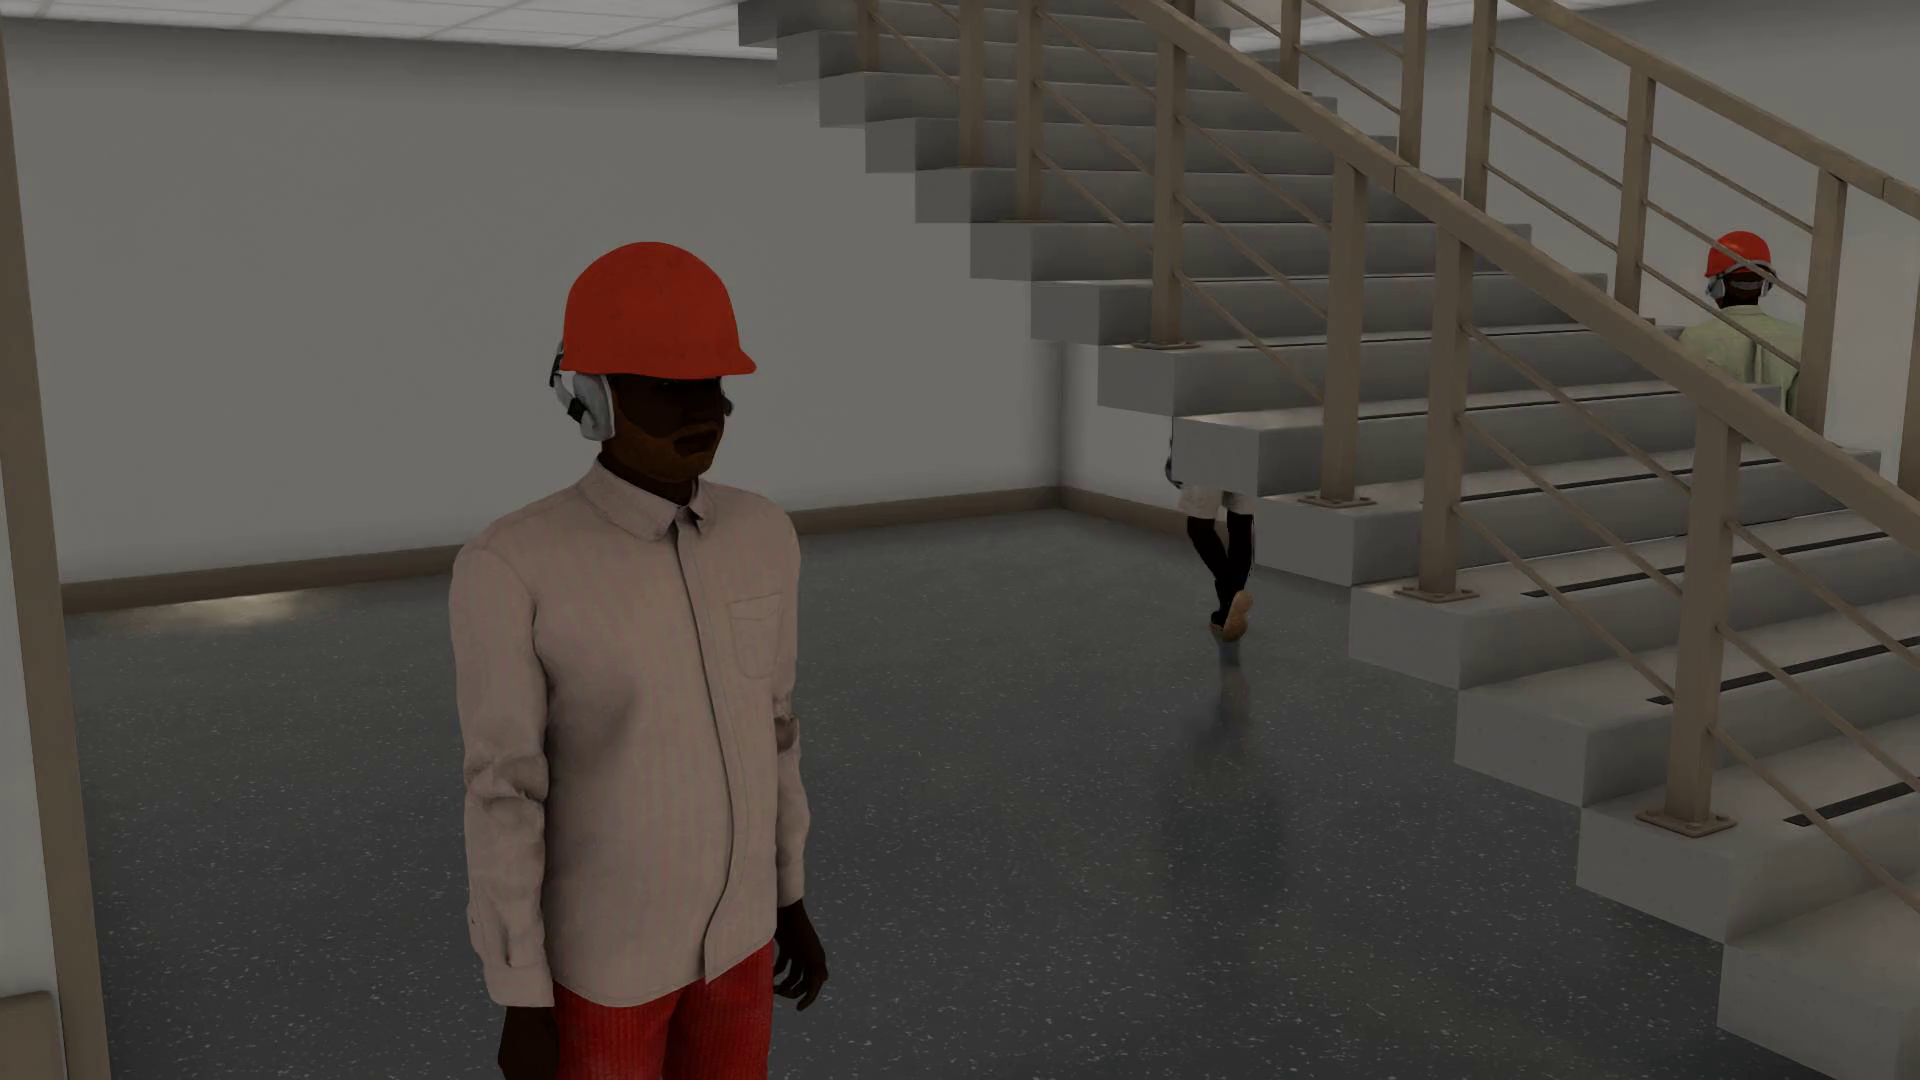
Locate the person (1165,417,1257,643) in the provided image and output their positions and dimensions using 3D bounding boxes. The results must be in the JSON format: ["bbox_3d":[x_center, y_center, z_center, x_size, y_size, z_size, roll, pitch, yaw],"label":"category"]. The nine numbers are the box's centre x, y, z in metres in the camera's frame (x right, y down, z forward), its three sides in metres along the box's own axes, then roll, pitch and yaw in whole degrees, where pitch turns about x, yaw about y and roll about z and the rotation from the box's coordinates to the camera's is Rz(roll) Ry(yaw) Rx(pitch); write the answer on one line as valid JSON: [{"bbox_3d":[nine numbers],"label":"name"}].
[{"bbox_3d":[1.311,-0.446,7.921,0.613,1.948,0.710,-2,11,-9],"label":"person"}]

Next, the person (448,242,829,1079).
[{"bbox_3d":[-0.438,0.573,2.452,0.375,1.995,0.610,8,14,38],"label":"person"}]

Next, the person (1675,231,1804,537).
[{"bbox_3d":[3.086,-0.237,6.713,0.623,1.989,0.399,-1,11,-7],"label":"person"}]
